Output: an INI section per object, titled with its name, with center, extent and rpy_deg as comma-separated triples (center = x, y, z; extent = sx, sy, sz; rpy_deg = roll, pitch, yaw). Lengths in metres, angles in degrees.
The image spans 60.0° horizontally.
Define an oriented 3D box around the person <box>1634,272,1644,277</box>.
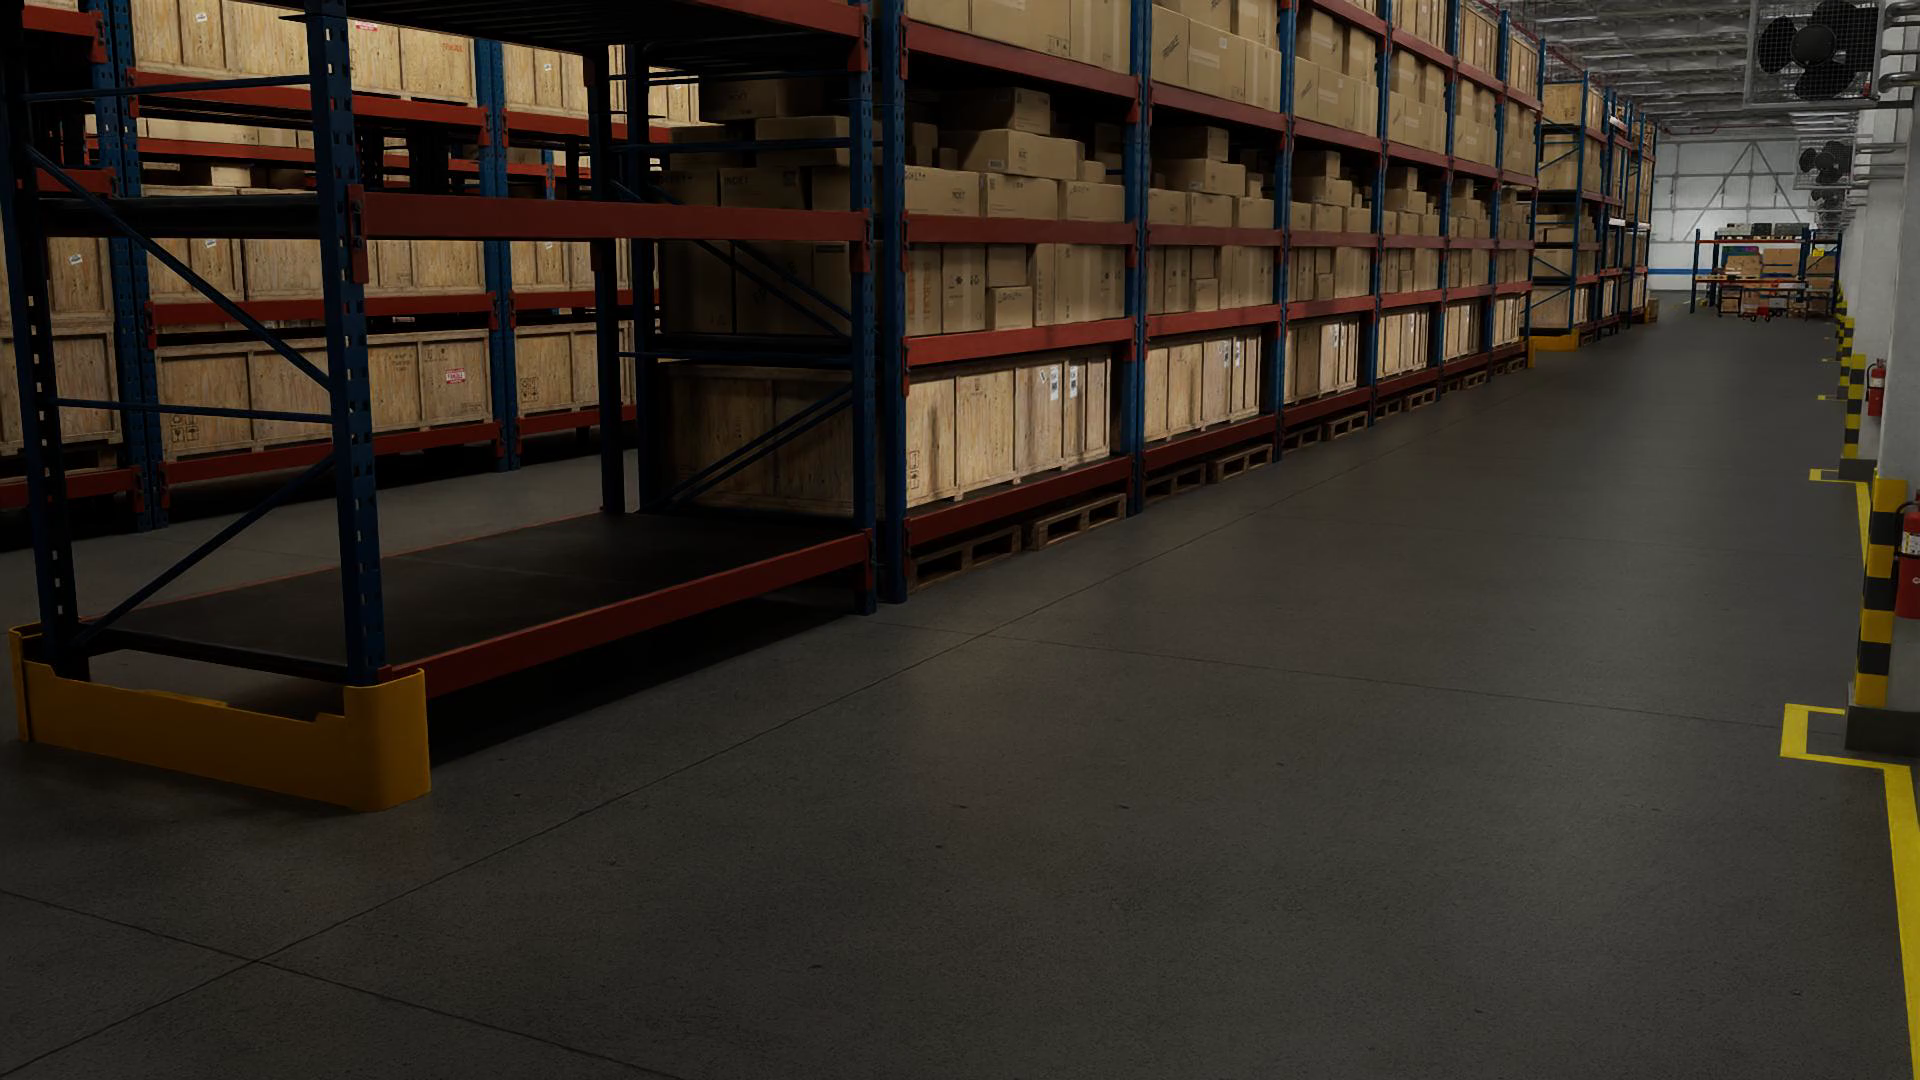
[person]
center = 31.506, -12.090, 77.230
extent = 1.013, 1.896, 0.552
rpy_deg = -9, 14, -44
